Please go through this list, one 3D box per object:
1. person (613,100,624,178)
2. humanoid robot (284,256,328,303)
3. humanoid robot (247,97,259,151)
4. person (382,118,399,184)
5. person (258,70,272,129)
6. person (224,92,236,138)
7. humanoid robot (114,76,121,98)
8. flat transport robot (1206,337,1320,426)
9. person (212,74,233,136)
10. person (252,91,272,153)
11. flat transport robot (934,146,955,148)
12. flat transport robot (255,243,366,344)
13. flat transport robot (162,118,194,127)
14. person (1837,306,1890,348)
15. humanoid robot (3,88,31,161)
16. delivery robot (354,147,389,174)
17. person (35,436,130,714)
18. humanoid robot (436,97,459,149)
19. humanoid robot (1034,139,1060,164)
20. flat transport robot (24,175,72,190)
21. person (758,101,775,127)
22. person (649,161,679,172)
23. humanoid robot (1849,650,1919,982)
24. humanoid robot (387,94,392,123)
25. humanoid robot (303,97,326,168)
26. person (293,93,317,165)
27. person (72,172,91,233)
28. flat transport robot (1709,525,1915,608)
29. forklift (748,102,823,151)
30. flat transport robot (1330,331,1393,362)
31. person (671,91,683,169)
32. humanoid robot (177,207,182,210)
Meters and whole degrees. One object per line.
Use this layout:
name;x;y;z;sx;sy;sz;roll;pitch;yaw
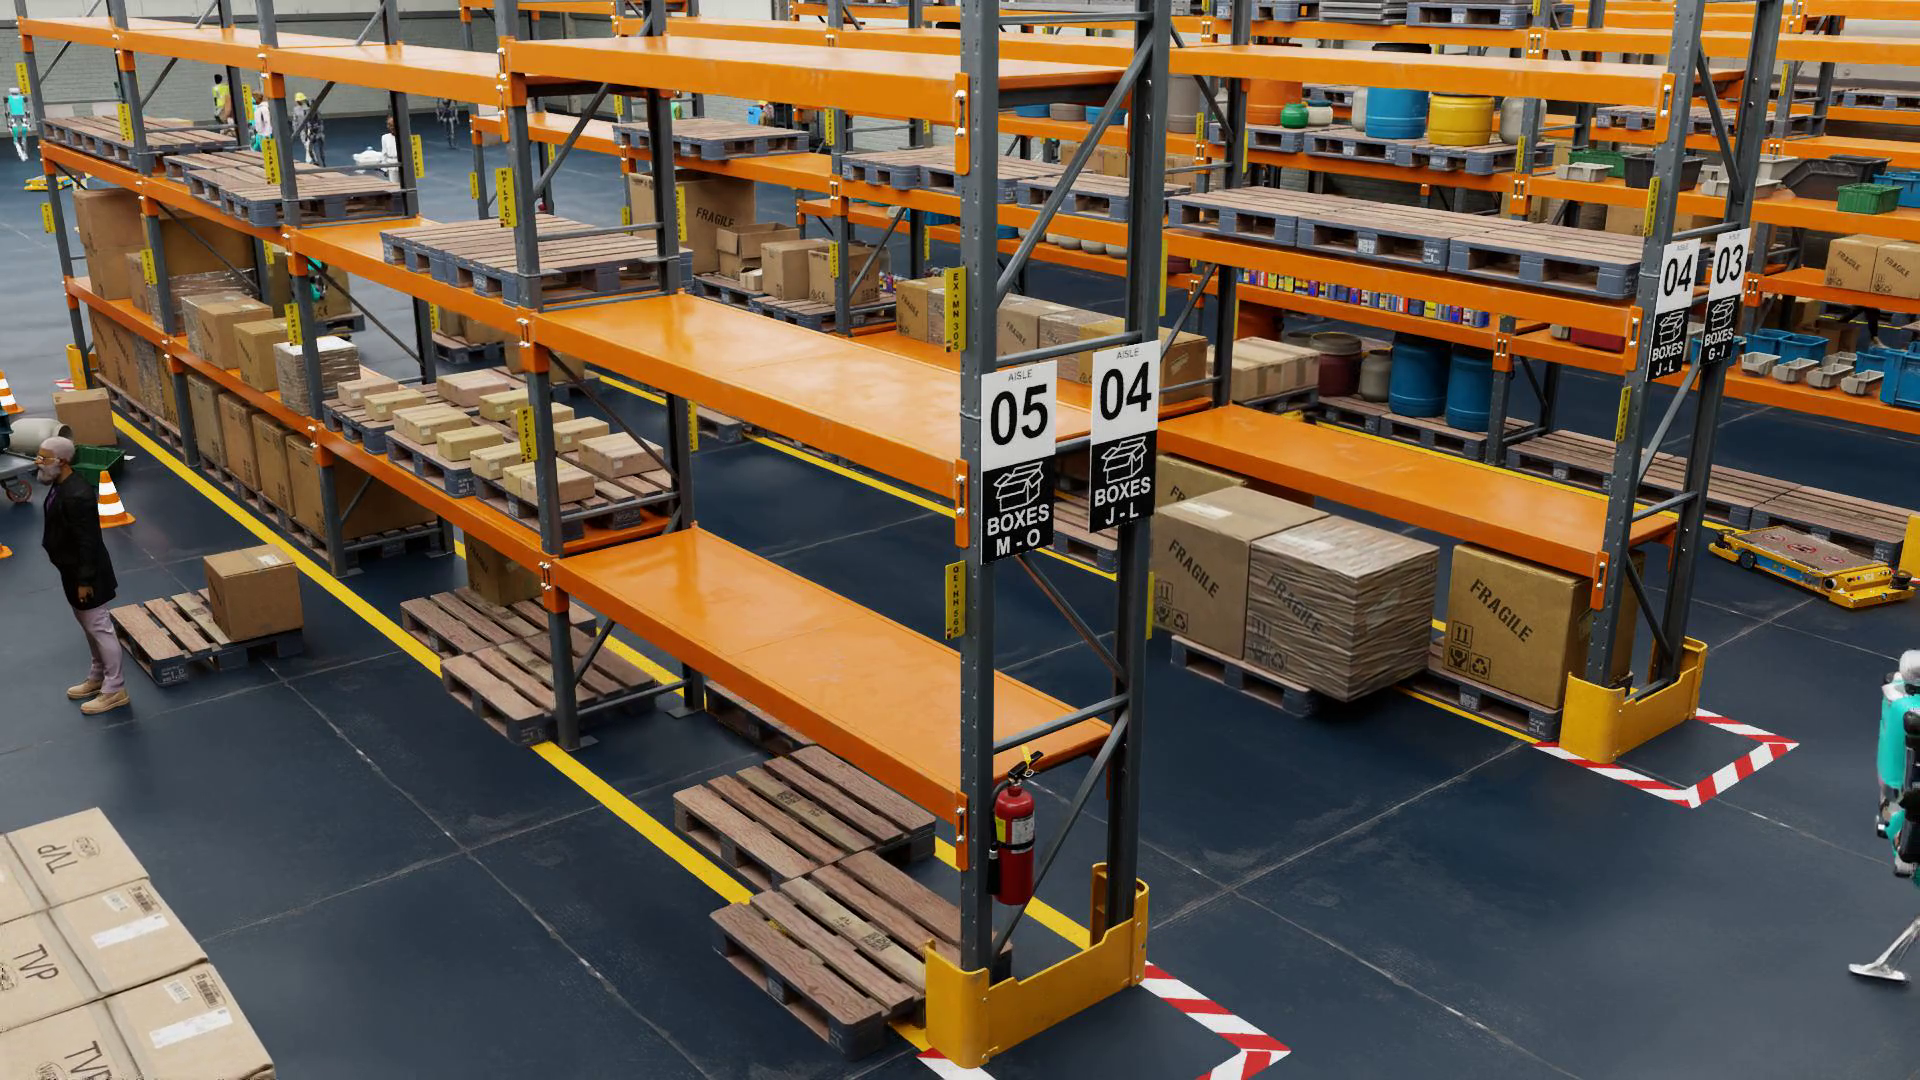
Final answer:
person;-7.554;-9.086;37.362;0.378;1.886;0.580;-9;21;-24
humanoid robot;-8.179;-3.133;20.616;0.805;1.751;0.544;12;23;30
humanoid robot;-16.198;-9.237;38.008;0.881;1.752;0.566;11;22;30
person;-10.644;-7.027;31.497;0.582;1.883;0.348;2;19;5
person;-19.840;-12.699;47.675;0.400;1.870;0.493;7;21;20
person;-18.309;-10.735;42.137;0.496;1.825;0.805;13;23;33
humanoid robot;-22.366;-11.689;45.090;0.549;1.837;0.869;5;20;13
flat transport robot;3.067;-1.343;17.759;0.659;0.231;1.431;-15;24;-37
person;-20.429;-12.032;46.030;0.497;1.681;0.532;13;23;32
person;-15.665;-9.124;37.421;0.373;1.916;0.498;-17;26;-40
flat transport robot;-0.391;-7.427;35.074;0.659;0.231;1.431;-8;21;-22
flat transport robot;-8.372;-2.567;21.241;1.431;0.231;0.659;18;26;41
flat transport robot;-19.429;-9.564;41.156;0.659;0.231;1.431;12;23;30
person;11.534;-3.272;21.127;0.526;1.667;0.803;-18;26;-42
humanoid robot;-23.014;-10.133;40.651;0.553;1.831;0.882;-12;23;-32
delivery robot;-13.620;-8.778;38.515;0.815;0.614;0.499;-15;24;-36
person;-5.771;0.215;10.932;0.404;1.856;0.534;-15;24;-37
humanoid robot;-13.247;-10.934;42.956;0.584;1.633;0.650;-1;19;-2
humanoid robot;1.744;-7.919;34.206;0.680;1.769;0.536;-3;20;-10
flat transport robot;-19.621;-7.752;35.999;0.659;0.231;1.431;-2;19;-5
person;-4.349;-9.088;37.547;0.400;1.763;0.542;8;21;21
person;-4.966;-5.936;28.275;0.605;1.965;0.368;10;22;27
humanoid robot;4.651;1.426;7.800;0.831;1.872;0.553;5;20;15
humanoid robot;-14.618;-11.026;43.222;0.439;1.658;0.609;10;22;26
humanoid robot;-15.028;-9.482;38.800;0.600;1.651;0.352;8;21;21
person;-15.495;-9.698;39.343;0.527;1.724;0.875;4;20;11
person;-15.873;-6.489;29.959;0.400;1.893;0.525;-13;23;-33
flat transport robot;6.832;0.193;13.386;0.659;0.231;1.431;-8;21;-21
forklift;-4.526;-11.368;42.374;1.129;2.768;1.873;-15;24;-37
flat transport robot;4.881;-2.356;20.641;0.659;0.231;1.431;-14;24;-34
person;-6.505;-9.394;38.119;0.388;1.971;0.479;-9;21;-24
humanoid robot;-10.491;-3.817;22.764;0.665;1.653;0.608;-8;21;-21
